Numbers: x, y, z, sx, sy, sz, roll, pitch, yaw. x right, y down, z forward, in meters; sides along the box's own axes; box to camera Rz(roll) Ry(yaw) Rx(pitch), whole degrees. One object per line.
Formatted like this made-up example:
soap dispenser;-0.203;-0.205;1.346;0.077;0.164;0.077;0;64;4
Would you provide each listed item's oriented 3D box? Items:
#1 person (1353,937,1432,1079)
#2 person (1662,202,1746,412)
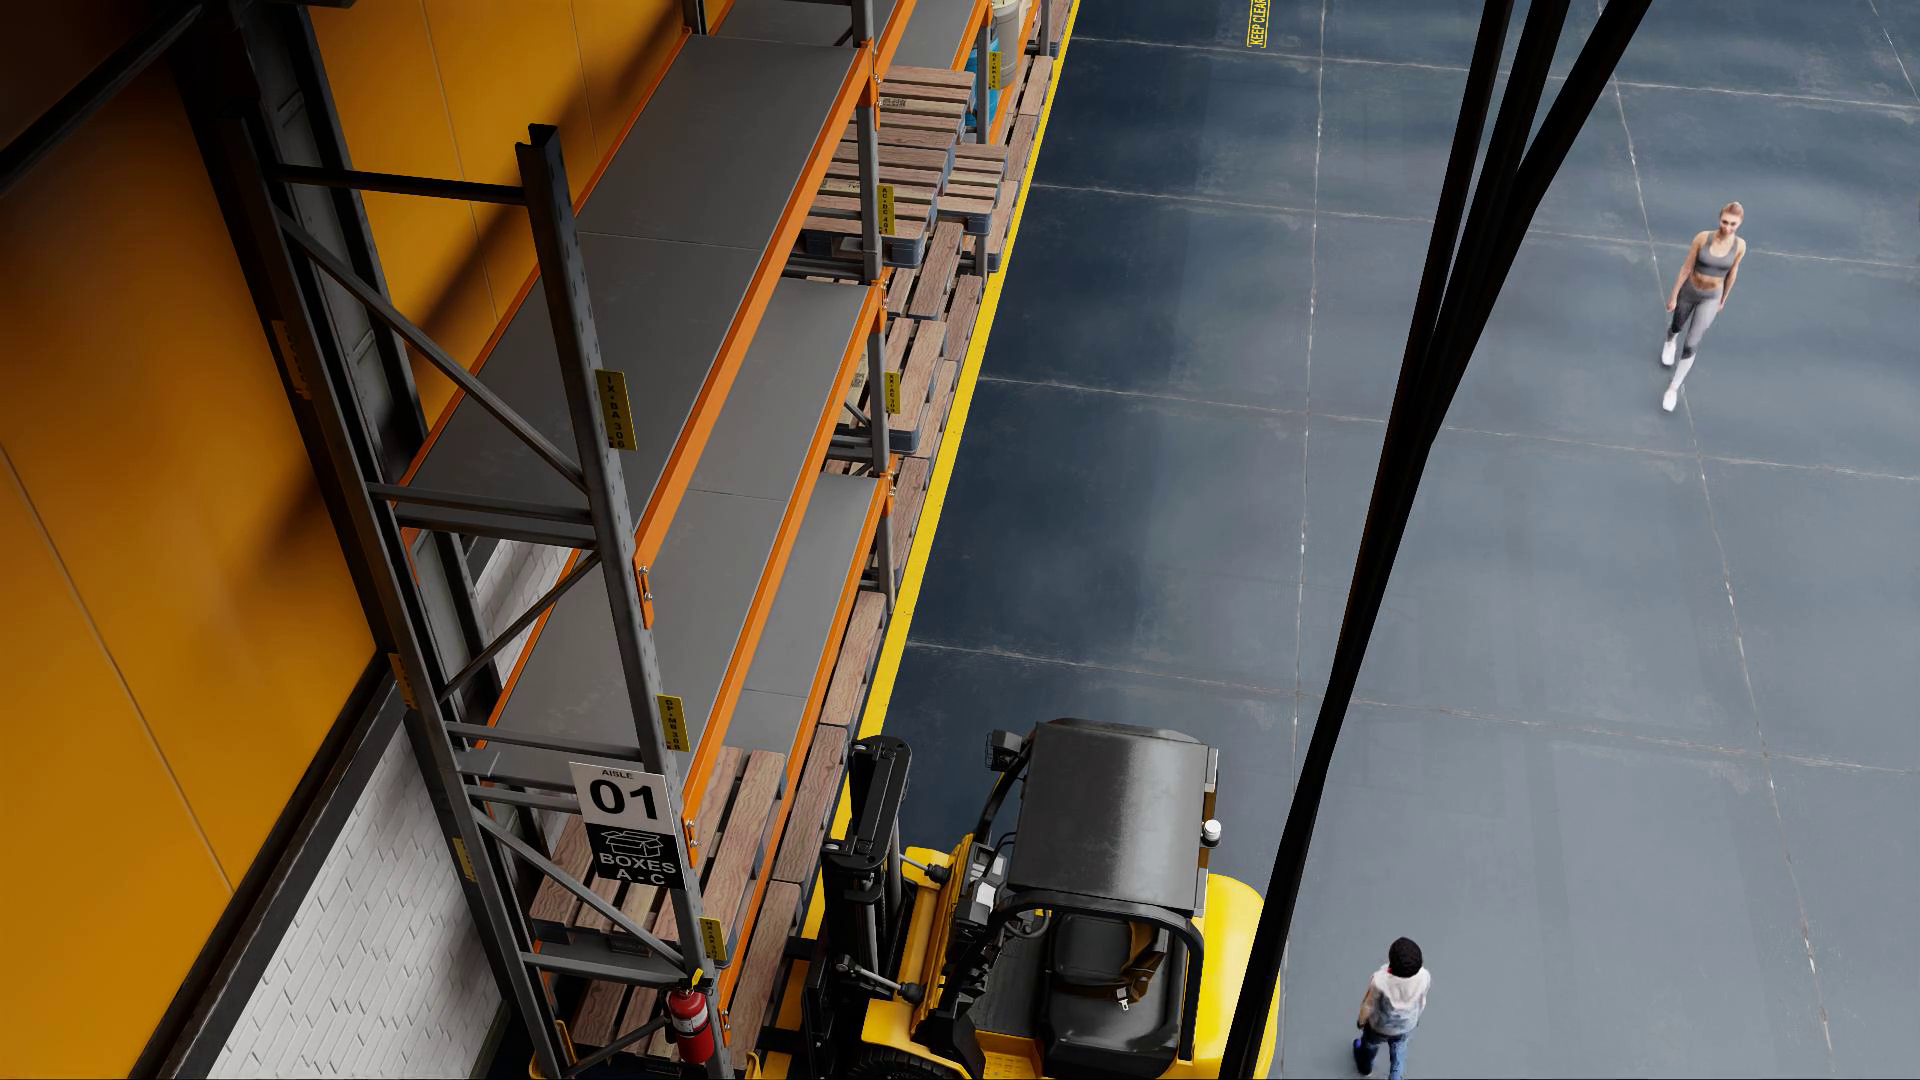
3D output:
person;2.261;2.517;8.661;0.572;1.253;0.728;-2;44;-2
person;5.778;-1.933;13.034;0.746;1.663;1.186;16;46;16
